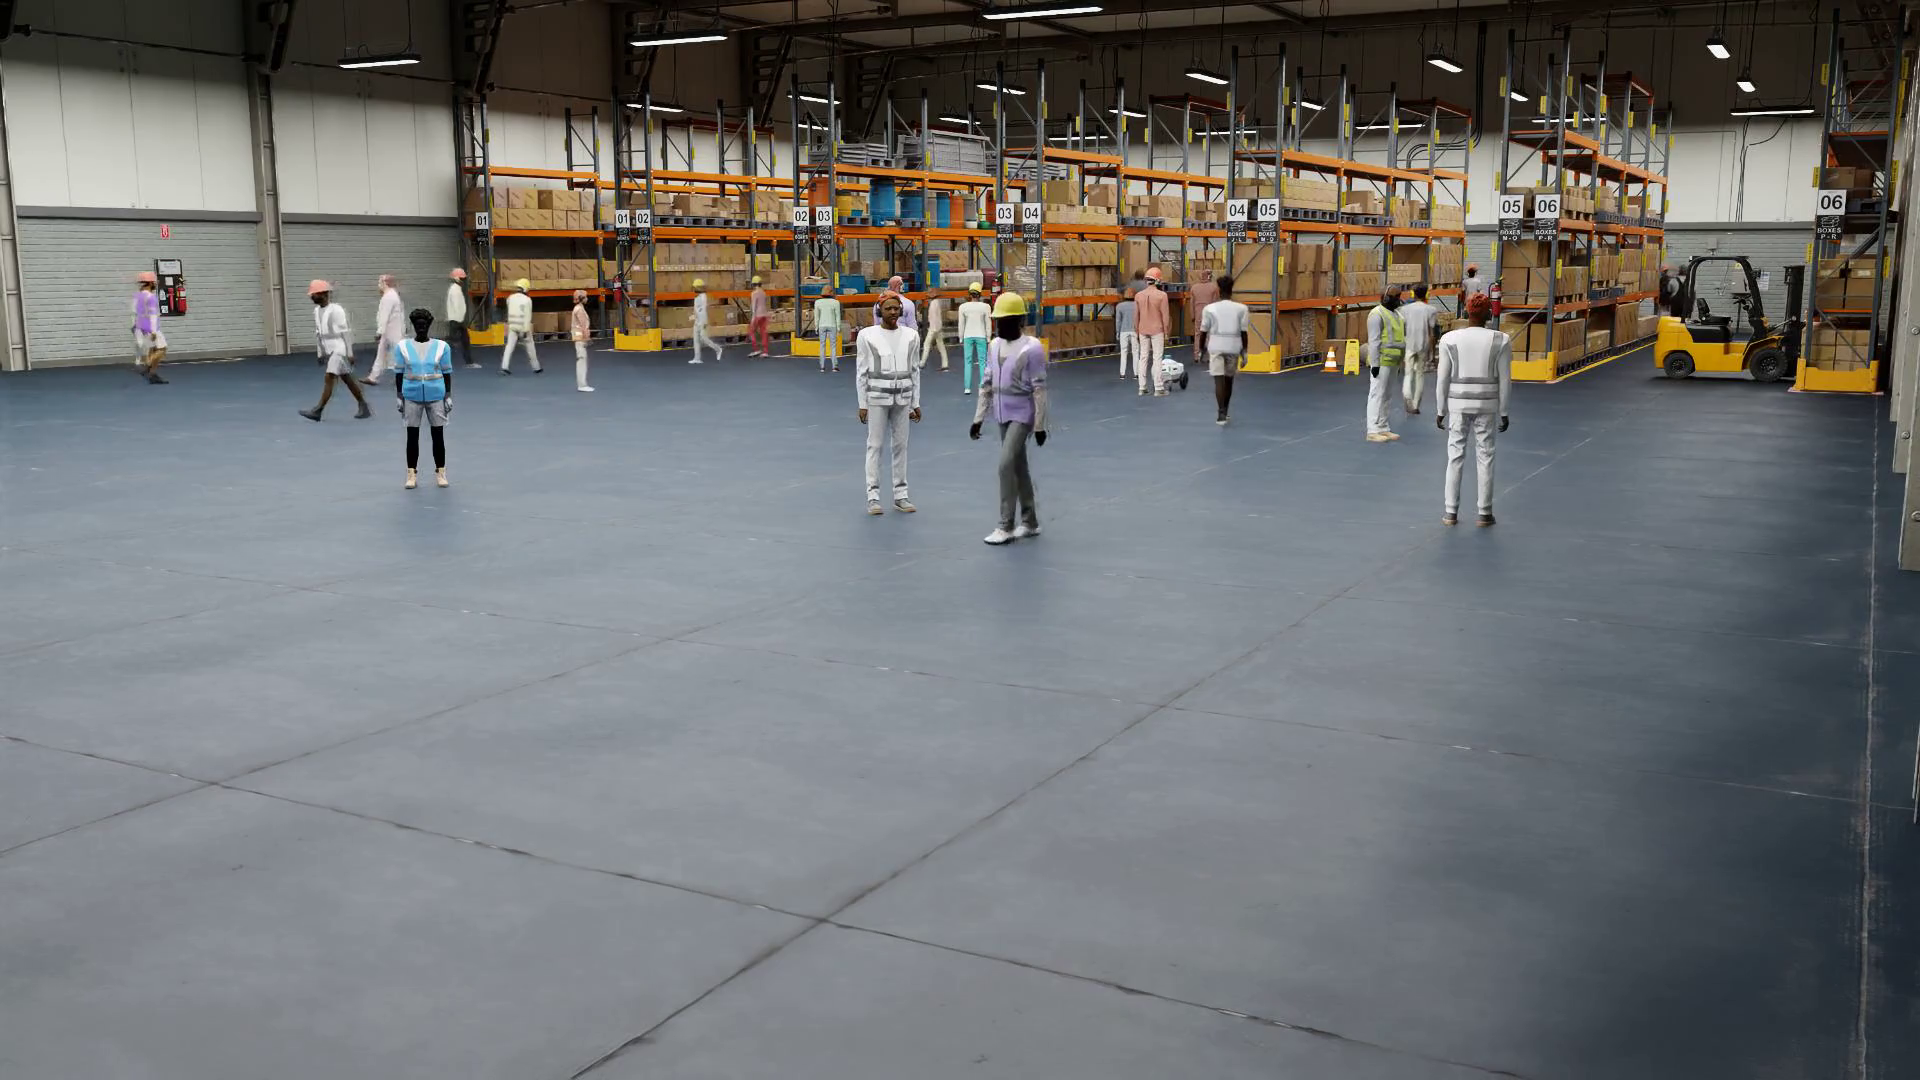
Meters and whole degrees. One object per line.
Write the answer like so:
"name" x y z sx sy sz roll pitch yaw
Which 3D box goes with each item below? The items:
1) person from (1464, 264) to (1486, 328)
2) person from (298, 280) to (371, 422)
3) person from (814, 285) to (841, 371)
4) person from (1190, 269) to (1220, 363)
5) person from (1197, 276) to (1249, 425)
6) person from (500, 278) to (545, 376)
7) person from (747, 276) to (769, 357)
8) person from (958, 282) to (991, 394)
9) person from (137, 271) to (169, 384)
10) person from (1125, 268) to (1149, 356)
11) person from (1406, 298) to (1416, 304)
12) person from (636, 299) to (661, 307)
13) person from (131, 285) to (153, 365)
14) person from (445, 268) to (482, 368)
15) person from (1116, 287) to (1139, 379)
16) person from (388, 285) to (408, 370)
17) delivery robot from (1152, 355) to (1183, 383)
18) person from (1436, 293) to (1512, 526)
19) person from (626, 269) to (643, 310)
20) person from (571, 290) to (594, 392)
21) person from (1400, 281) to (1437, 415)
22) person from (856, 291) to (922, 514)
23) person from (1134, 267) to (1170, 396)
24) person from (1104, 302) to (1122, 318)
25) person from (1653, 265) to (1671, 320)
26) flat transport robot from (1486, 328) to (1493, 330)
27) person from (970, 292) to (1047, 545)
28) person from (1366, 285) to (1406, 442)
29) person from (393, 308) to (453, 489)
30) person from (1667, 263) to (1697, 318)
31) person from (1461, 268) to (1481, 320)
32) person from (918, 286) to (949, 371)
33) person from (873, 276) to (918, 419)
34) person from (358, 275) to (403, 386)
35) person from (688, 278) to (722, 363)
"person" 14.458 -6.758 46.664 0.953 1.975 0.659 0 10 1
"person" -8.291 -2.503 22.015 0.552 1.862 1.071 8 13 39
"person" -2.503 -4.001 31.452 0.500 1.633 0.286 1 10 7
"person" 5.038 -4.583 34.085 0.643 1.903 0.401 6 12 33
"person" 3.423 -2.473 21.686 0.627 1.907 1.024 0 10 -2
"person" -8.037 -3.870 30.321 0.585 1.777 0.987 4 11 23
"person" -4.368 -4.792 35.750 0.588 1.744 0.547 5 11 27
"person" 0.234 -3.170 26.198 0.526 1.768 0.330 1 10 7
"person" -13.725 -3.583 28.164 0.547 1.922 0.473 8 12 38
"person" 3.851 -4.922 36.003 0.642 1.926 0.669 4 11 24
"person" 12.623 -6.620 46.249 0.549 1.819 0.612 -8 12 -39
"person" -7.763 -5.815 41.306 0.618 1.895 0.591 3 10 20
"person" -15.768 -4.115 32.148 0.531 1.617 0.504 -8 13 -40
"person" -9.809 -4.272 32.116 0.928 1.964 0.631 -2 10 -9
"person" 3.005 -3.658 29.445 0.500 1.633 0.282 1 10 5
"person" -10.818 -4.076 31.937 0.542 1.615 0.627 7 12 34
"delivery robot" 3.379 -2.761 27.061 0.477 0.478 0.707 5 11 25
"person" 4.151 -1.050 13.450 0.583 1.882 0.350 4 10 20
"person" -8.456 -6.125 43.201 0.508 1.872 0.329 4 10 21
"person" -6.096 -3.207 26.790 0.314 1.639 0.517 -3 10 -15
"person" 6.206 -2.596 22.637 0.511 1.844 0.645 3 10 17
"person" -0.597 -1.160 14.095 0.574 1.883 0.356 -4 11 -24
"person" 3.008 -3.248 25.982 0.611 1.996 0.378 7 12 36
"person" 4.221 -6.415 45.509 0.541 1.647 0.900 5 11 26
"person" 18.523 -6.280 43.907 0.663 1.928 1.037 -2 10 -10
"flat transport robot" 13.886 -5.743 45.635 0.652 0.197 1.431 -5 11 -28
"person" 0.335 -0.923 12.673 0.786 1.897 0.604 -6 12 -34
"person" 5.028 -2.080 19.606 0.429 1.839 0.634 8 12 39
"person" -5.030 -1.325 15.616 0.531 1.693 0.320 -3 10 -18
"person" 18.100 -5.959 41.730 0.684 2.000 0.917 5 11 25
"person" 13.735 -6.378 44.720 0.515 1.860 0.325 3 10 17
"person" -0.571 -3.983 31.433 0.777 1.603 0.515 2 10 10
"person" -0.831 -2.574 22.287 0.639 1.913 0.407 5 11 27
"person" -9.567 -3.491 27.820 0.994 1.854 0.654 -3 10 -17
"person" -5.210 -4.452 33.821 0.615 1.721 0.492 -6 11 -30
